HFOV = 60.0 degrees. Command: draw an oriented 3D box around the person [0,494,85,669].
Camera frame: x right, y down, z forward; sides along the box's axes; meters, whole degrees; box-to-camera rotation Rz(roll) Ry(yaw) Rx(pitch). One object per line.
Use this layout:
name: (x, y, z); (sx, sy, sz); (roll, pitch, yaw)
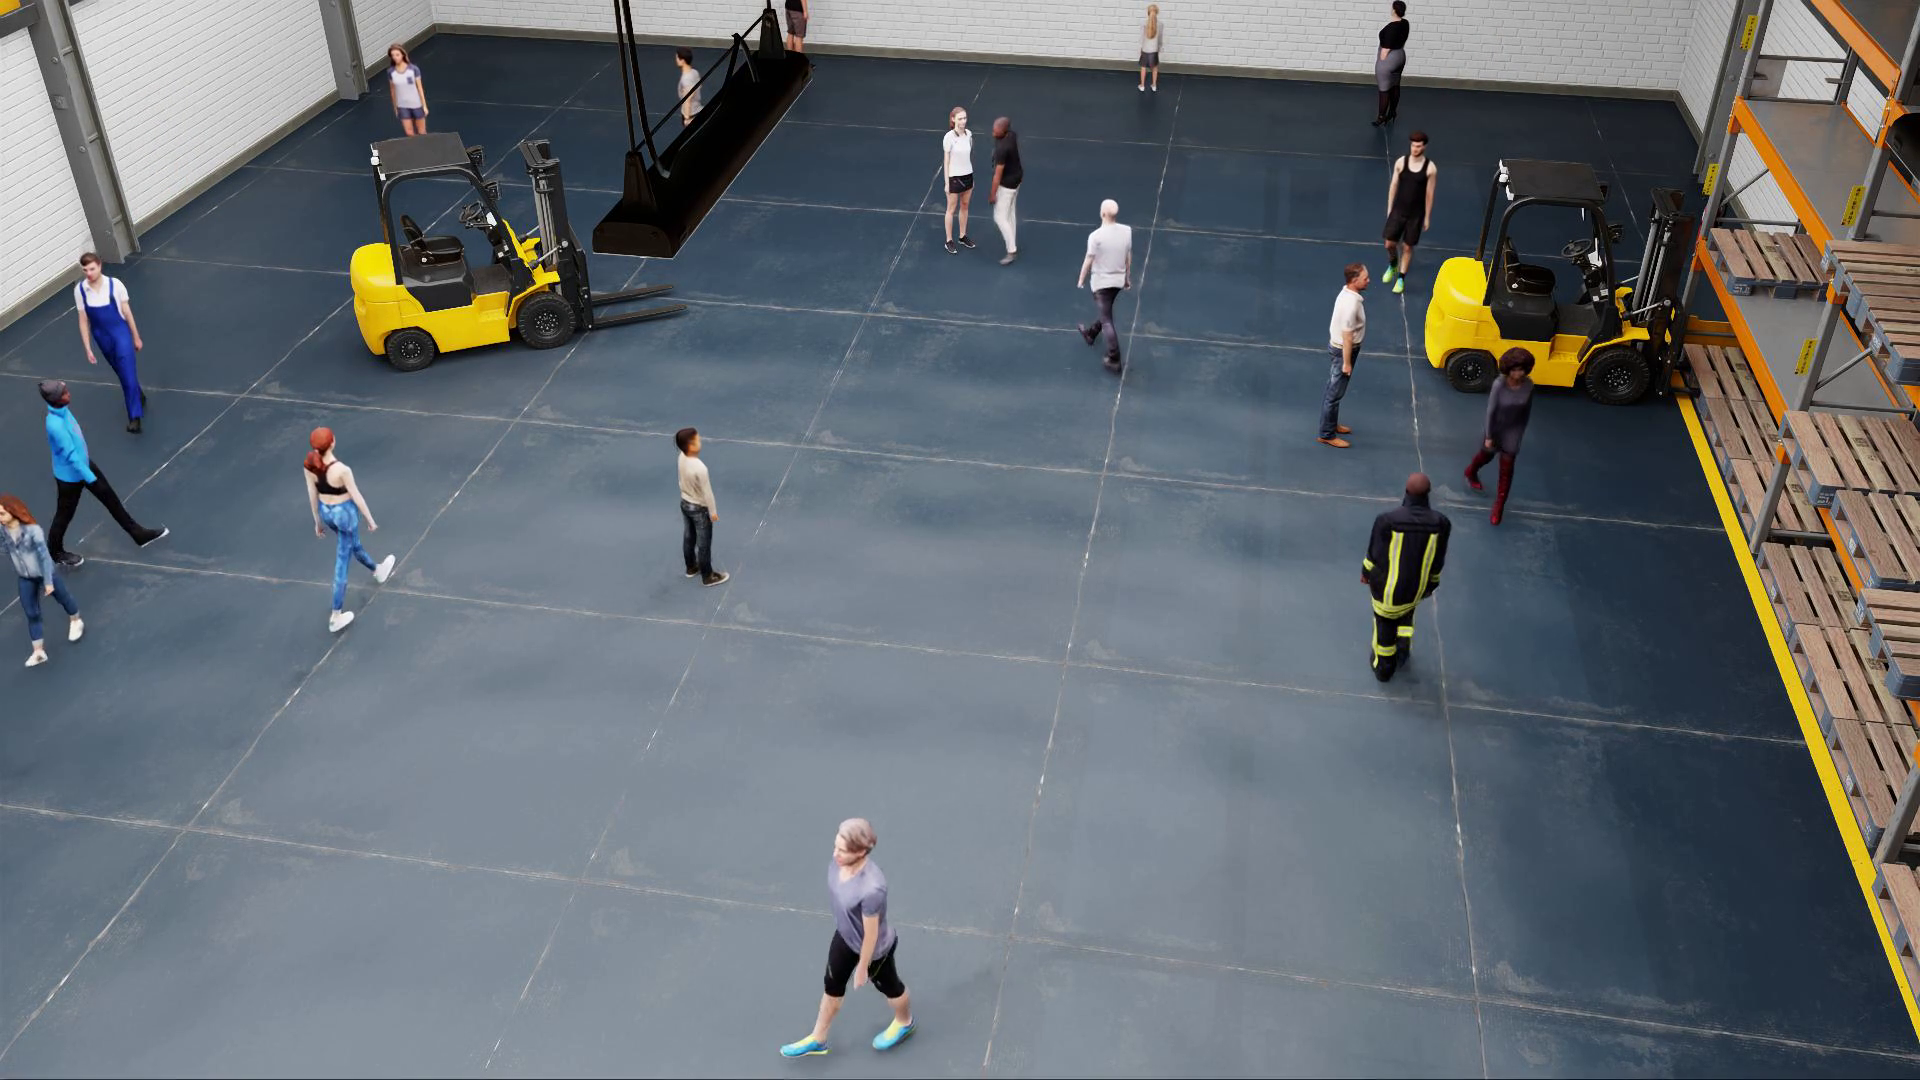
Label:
person: (-7.345, 0.230, 13.329); (0.684, 1.444, 0.987); (-1, 34, -1)

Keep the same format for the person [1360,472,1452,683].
person: (3.438, 0.321, 12.864); (0.824, 1.807, 0.832); (-3, 34, -4)

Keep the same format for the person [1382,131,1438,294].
person: (5.132, -3.760, 18.937); (0.763, 1.881, 0.758); (15, 36, 21)

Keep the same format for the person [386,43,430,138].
person: (-7.284, -5.763, 22.103); (0.725, 1.712, 0.878); (-2, 34, -3)

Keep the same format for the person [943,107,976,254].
person: (-0.015, -4.322, 19.898); (0.668, 1.752, 0.733); (-23, 40, -30)

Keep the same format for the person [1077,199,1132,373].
person: (1.574, -2.608, 17.291); (1.165, 1.783, 1.264); (-18, 38, -25)

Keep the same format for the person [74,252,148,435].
person: (-8.313, -2.007, 16.374); (0.971, 1.798, 1.327); (-7, 34, -10)

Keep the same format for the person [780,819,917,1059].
person: (-0.487, 2.325, 9.809); (1.160, 1.851, 1.114); (-20, 38, -27)

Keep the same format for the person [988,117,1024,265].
person: (0.583, -4.213, 19.717); (0.995, 1.771, 0.610); (20, 38, 27)

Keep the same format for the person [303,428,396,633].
person: (-5.062, -0.052, 13.495); (0.652, 1.728, 1.220); (8, 35, 12)

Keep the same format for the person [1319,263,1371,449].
person: (3.680, -1.814, 16.032); (0.728, 1.856, 0.523); (8, 34, 12)

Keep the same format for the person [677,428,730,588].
person: (-2.240, -0.285, 14.087); (0.660, 1.463, 0.631); (-29, 43, -36)

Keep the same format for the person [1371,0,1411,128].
person: (6.115, -6.749, 23.543); (0.752, 1.760, 0.836); (-27, 42, -35)

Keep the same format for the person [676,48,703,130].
person: (-3.517, -5.614, 21.876); (0.666, 1.715, 0.458); (3, 34, 5)

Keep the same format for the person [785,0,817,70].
person: (-2.547, -8.212, 25.651); (0.813, 1.862, 0.768); (-24, 40, -31)

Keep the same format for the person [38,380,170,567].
person: (-7.646, -0.517, 14.187); (1.042, 1.737, 1.237); (-9, 35, -14)

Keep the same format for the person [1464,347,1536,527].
person: (4.866, -1.009, 14.983); (0.686, 1.675, 1.038); (-3, 34, -4)

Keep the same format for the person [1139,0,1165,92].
person: (2.858, -7.386, 24.939); (0.549, 1.275, 0.572); (-2, 34, -3)
